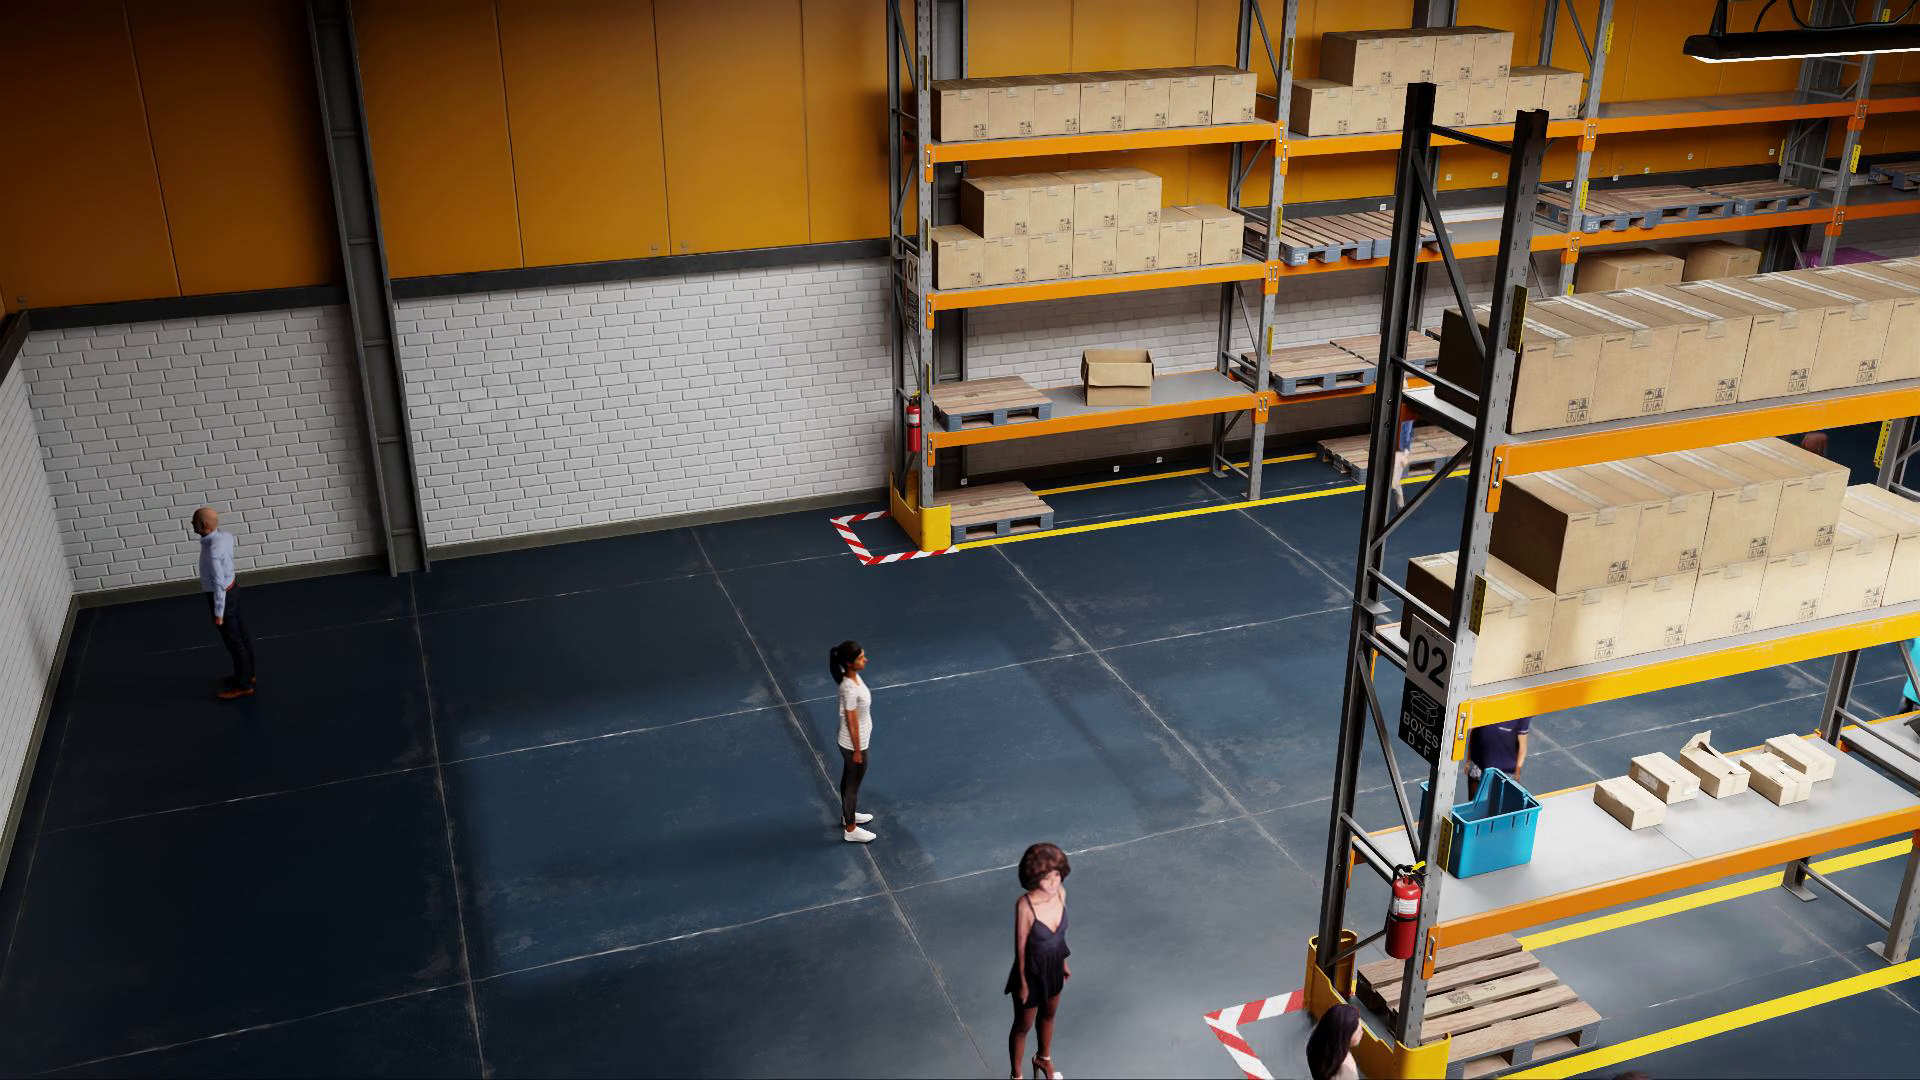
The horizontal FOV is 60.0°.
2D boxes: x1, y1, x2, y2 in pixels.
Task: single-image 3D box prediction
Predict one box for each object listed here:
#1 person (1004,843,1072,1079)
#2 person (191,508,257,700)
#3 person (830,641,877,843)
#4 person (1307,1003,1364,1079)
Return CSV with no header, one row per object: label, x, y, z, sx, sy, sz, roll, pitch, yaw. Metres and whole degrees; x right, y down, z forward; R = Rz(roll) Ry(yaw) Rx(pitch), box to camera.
person,0.472,2.602,10.004,0.580,1.789,0.695,-19,30,-36
person,-6.506,0.542,14.713,0.615,1.791,0.674,-4,24,-9
person,-0.822,1.512,12.675,0.599,1.647,0.615,-2,24,-6
person,1.849,3.155,8.830,1.107,1.715,0.803,0,24,-1
